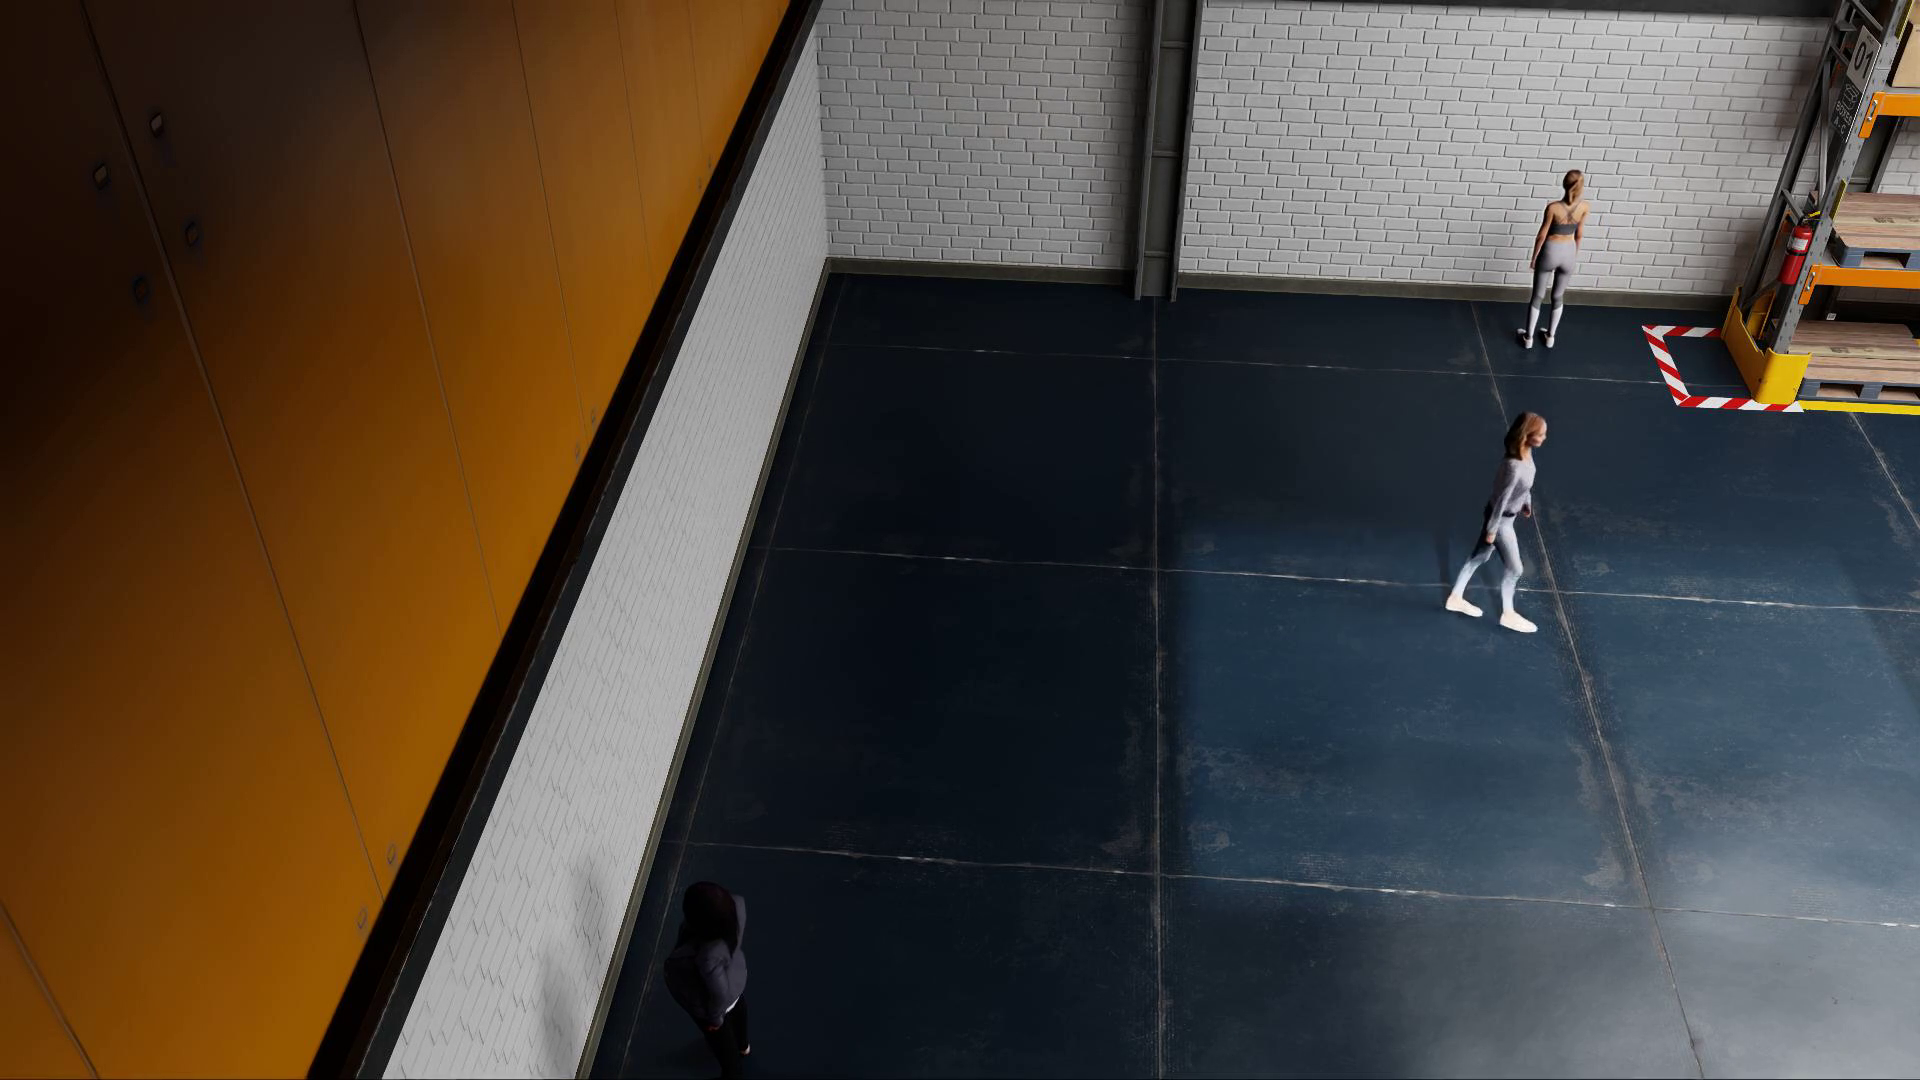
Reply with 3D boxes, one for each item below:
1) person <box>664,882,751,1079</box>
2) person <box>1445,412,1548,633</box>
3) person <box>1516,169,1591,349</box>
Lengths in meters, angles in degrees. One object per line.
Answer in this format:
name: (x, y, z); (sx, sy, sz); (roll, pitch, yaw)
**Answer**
person: (-1.278, 2.337, 8.781); (0.637, 1.603, 0.662); (4, 39, 6)
person: (3.742, -0.159, 11.773); (0.993, 1.770, 0.824); (17, 42, 20)
person: (5.288, -2.486, 14.741); (0.464, 1.702, 0.610); (1, 39, 2)
